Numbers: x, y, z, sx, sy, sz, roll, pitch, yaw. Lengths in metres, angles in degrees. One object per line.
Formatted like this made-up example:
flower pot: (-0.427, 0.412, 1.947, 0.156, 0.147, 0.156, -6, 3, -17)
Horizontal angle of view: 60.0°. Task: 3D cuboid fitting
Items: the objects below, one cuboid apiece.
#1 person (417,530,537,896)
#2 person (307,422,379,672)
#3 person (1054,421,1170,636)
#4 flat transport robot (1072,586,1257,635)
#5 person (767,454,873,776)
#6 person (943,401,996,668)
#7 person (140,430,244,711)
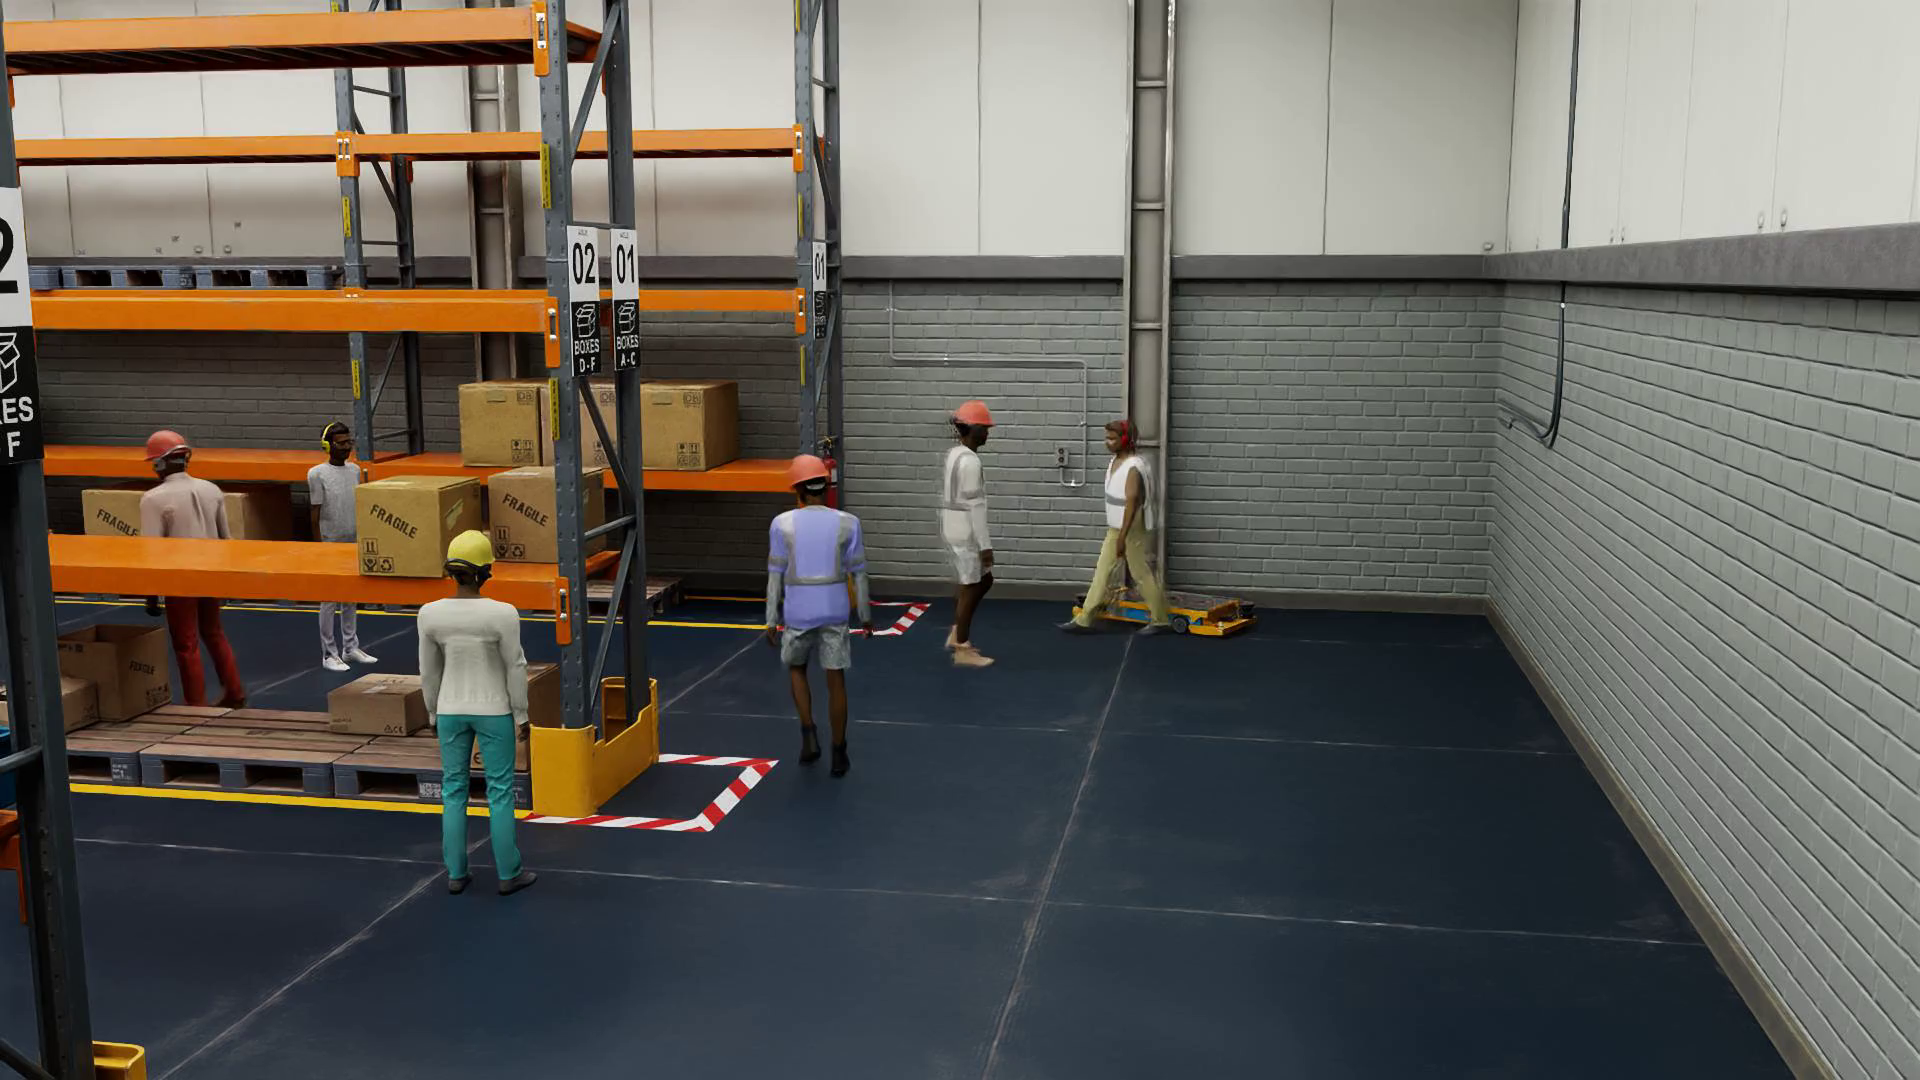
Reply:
person: (-2.315, 0.831, 7.977, 0.523, 1.769, 0.316, 1, 9, 7)
person: (-4.651, 0.045, 12.531, 0.329, 1.873, 0.514, 4, 10, 23)
person: (1.300, -0.081, 13.571, 0.957, 1.786, 0.579, -3, 9, -15)
flat transport robot: (1.734, 0.585, 14.130, 1.431, 0.197, 0.652, 6, 11, 35)
person: (-0.822, 0.444, 9.924, 0.643, 1.906, 0.481, -1, 9, -7)
person: (0.079, -0.029, 12.519, 0.408, 2.029, 0.663, -1, 9, -6)
person: (-5.082, 0.263, 10.893, 0.489, 1.965, 0.649, 4, 10, 21)
